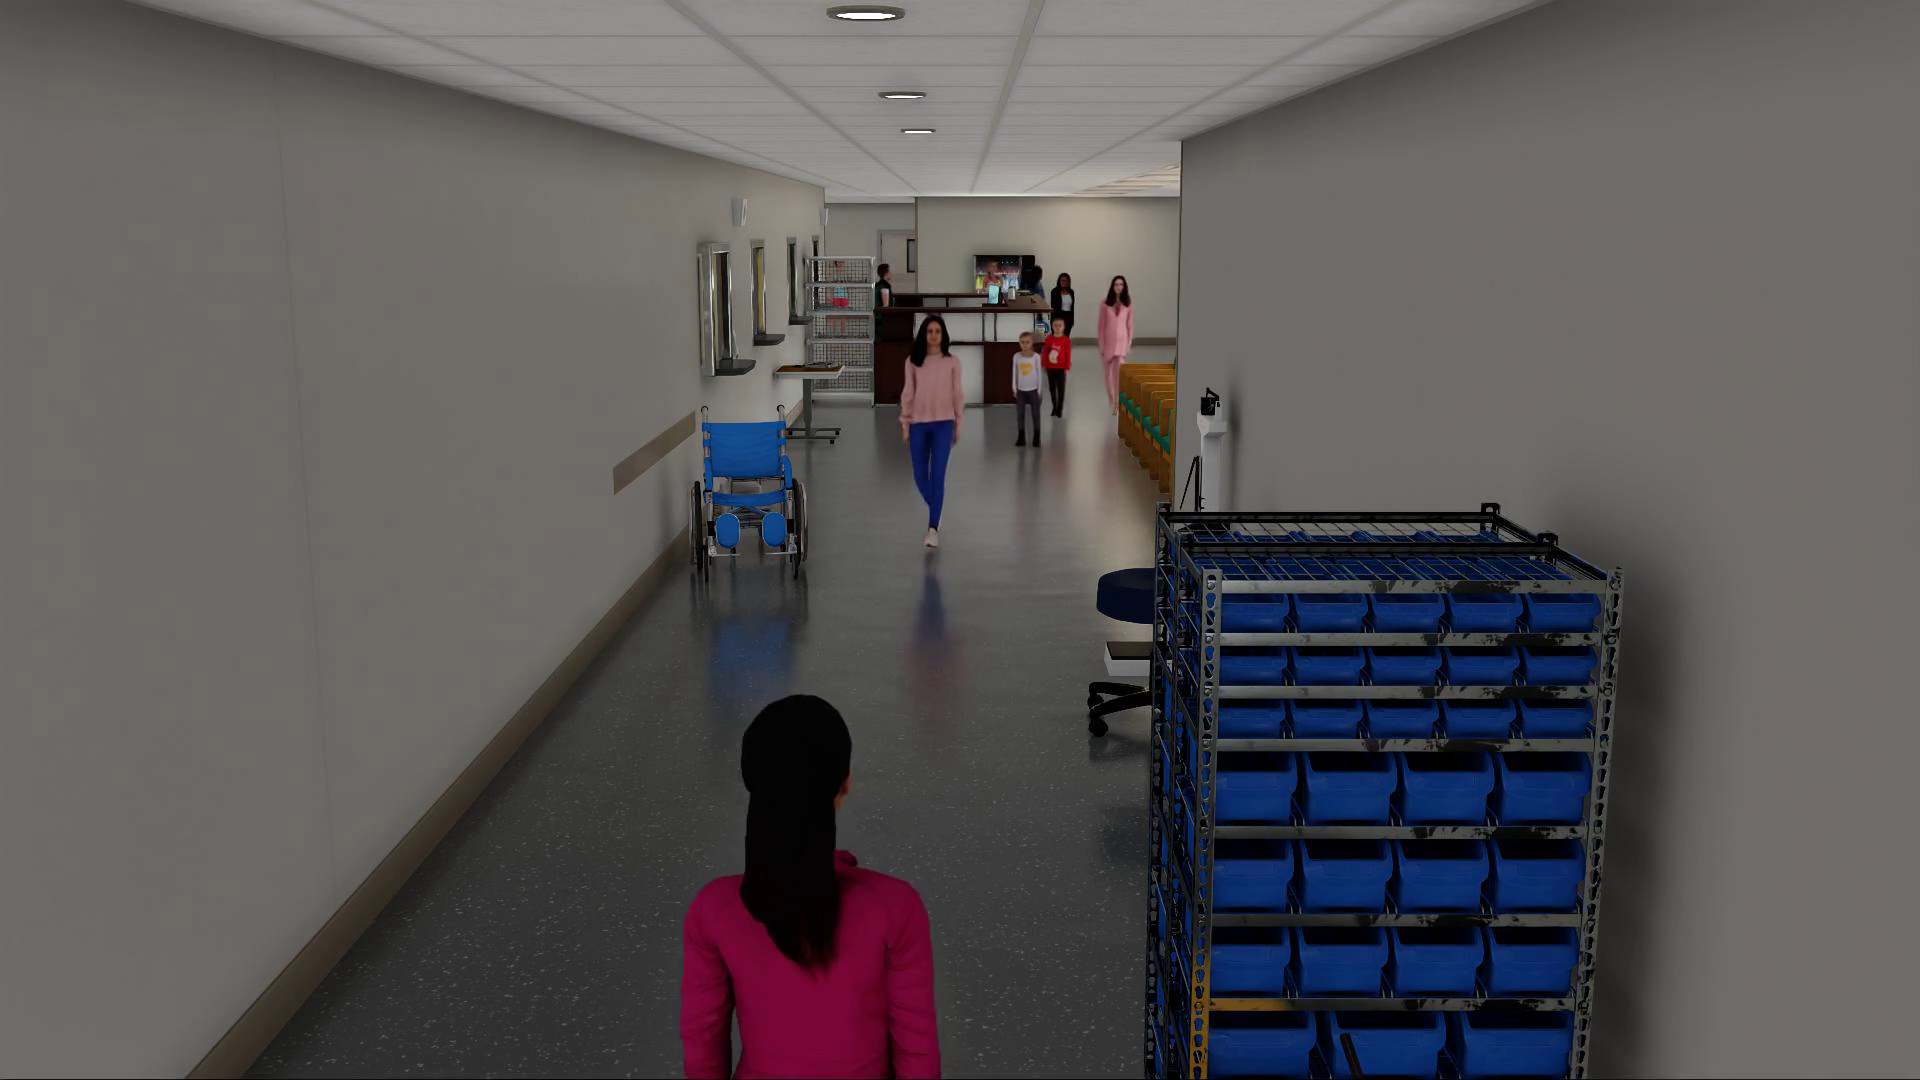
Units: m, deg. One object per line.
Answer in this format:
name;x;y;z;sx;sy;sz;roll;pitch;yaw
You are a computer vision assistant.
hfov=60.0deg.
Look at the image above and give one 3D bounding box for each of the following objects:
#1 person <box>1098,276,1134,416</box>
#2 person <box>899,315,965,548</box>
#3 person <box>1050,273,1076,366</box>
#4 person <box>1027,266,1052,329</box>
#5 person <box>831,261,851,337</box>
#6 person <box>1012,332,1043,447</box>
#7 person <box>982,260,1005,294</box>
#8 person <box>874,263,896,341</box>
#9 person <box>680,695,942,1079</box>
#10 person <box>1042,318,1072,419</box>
person;1.990;-2.491;21.454;1.089;1.761;0.729;1;11;5
person;-0.216;-0.836;12.786;1.089;1.742;0.809;1;11;7
person;1.775;-3.848;29.005;0.720;1.612;0.811;-6;12;-29
person;1.240;-3.949;29.413;1.228;1.659;0.852;-4;11;-19
person;-2.555;-5.150;35.460;0.584;1.764;0.720;-4;11;-20
person;0.760;-1.680;18.494;0.457;1.273;0.576;2;11;10
person;0.591;-4.303;30.979;0.978;1.771;0.927;-5;12;-25
person;-1.224;-3.434;26.218;0.700;1.838;0.722;-4;12;-22
person;-0.246;1.101;2.709;0.616;1.693;0.677;1;11;5
person;1.228;-2.164;21.113;0.868;1.247;0.673;2;11;11
